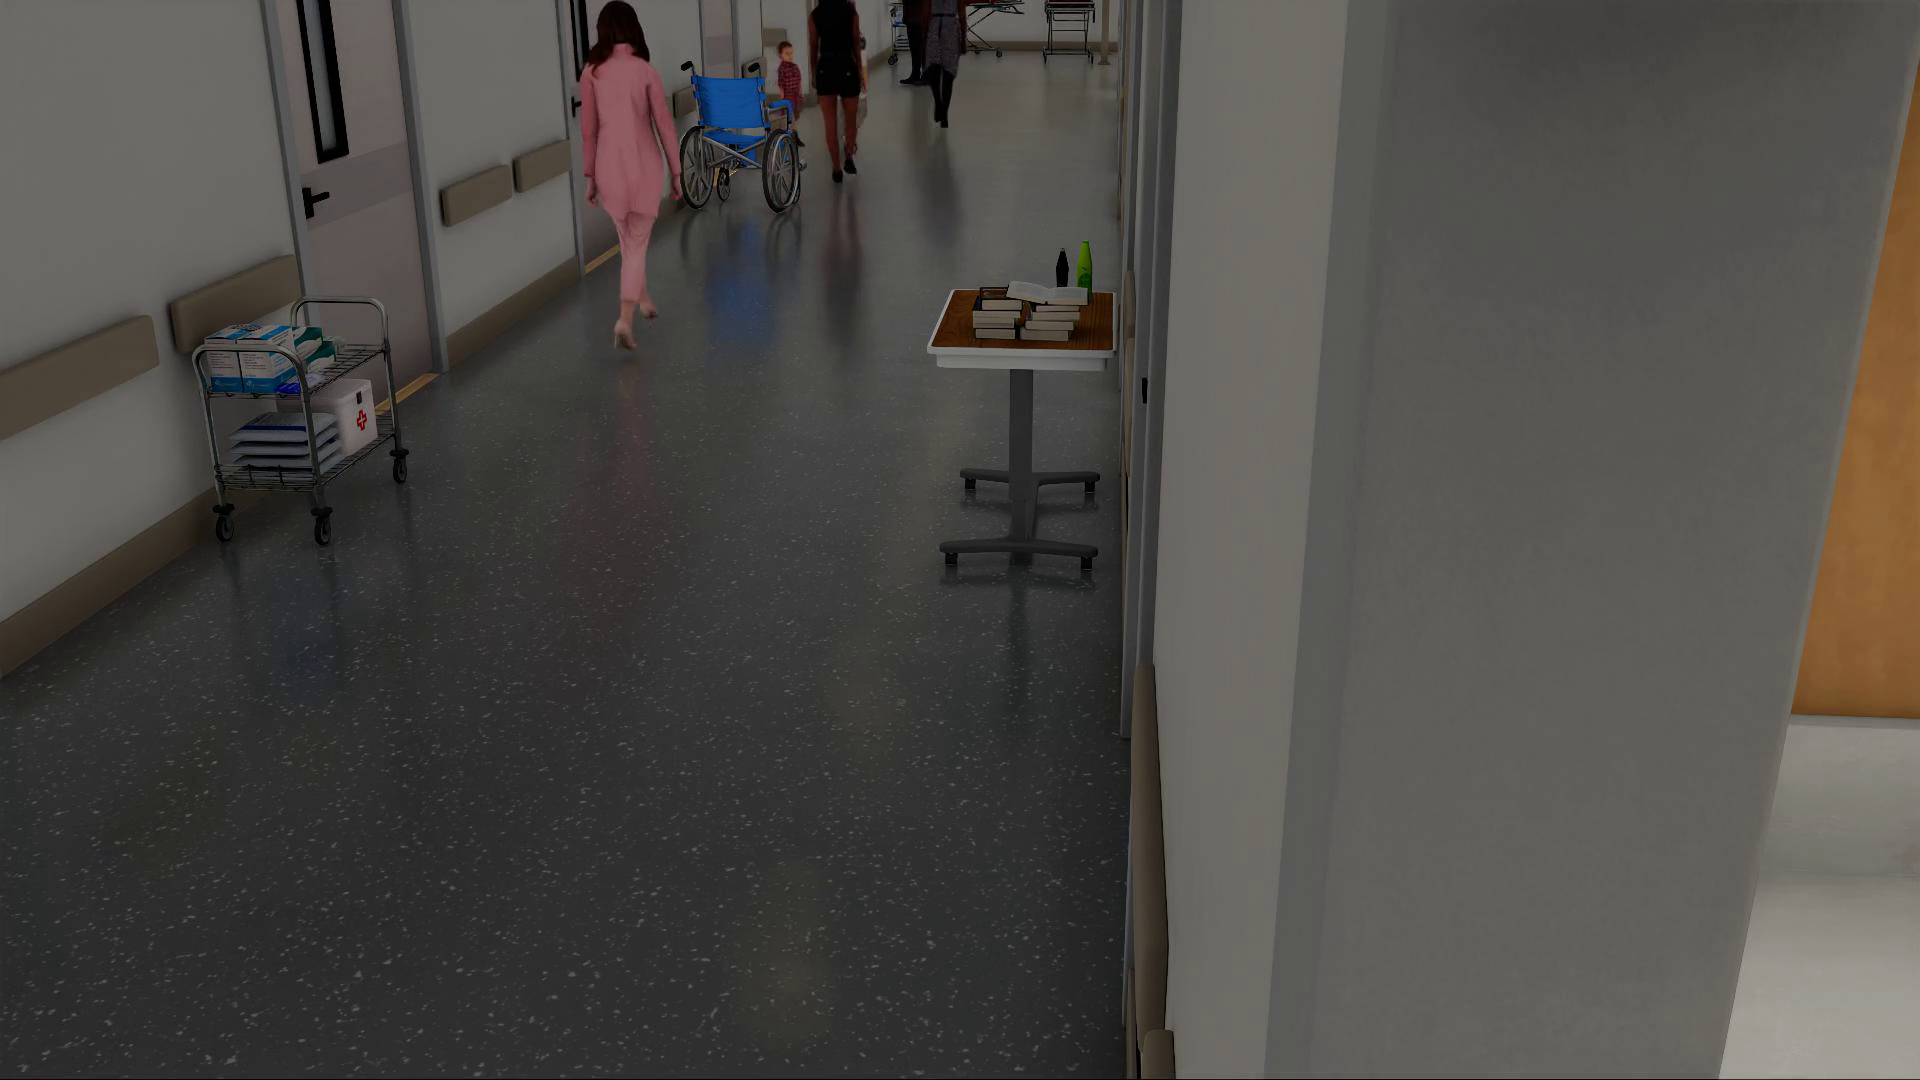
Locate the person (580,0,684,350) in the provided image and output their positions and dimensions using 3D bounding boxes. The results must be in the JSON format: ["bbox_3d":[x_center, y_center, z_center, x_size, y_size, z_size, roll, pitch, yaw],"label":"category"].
[{"bbox_3d":[-1.740,-1.835,8.655,0.660,1.752,1.116,1,21,2],"label":"person"}]

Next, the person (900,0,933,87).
[{"bbox_3d":[-0.565,-7.054,22.300,0.935,1.848,0.850,-13,24,-31],"label":"person"}]

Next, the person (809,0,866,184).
[{"bbox_3d":[-1.047,-3.909,14.164,0.659,1.729,0.634,-2,21,-4],"label":"person"}]

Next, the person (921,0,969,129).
[{"bbox_3d":[-0.178,-5.341,17.878,0.698,1.776,0.710,-1,21,-3],"label":"person"}]

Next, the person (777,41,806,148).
[{"bbox_3d":[-1.703,-4.455,16.620,0.676,1.011,0.626,18,27,39],"label":"person"}]

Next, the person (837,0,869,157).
[{"bbox_3d":[-1.063,-4.366,15.791,0.601,1.431,0.785,5,21,14],"label":"person"}]
